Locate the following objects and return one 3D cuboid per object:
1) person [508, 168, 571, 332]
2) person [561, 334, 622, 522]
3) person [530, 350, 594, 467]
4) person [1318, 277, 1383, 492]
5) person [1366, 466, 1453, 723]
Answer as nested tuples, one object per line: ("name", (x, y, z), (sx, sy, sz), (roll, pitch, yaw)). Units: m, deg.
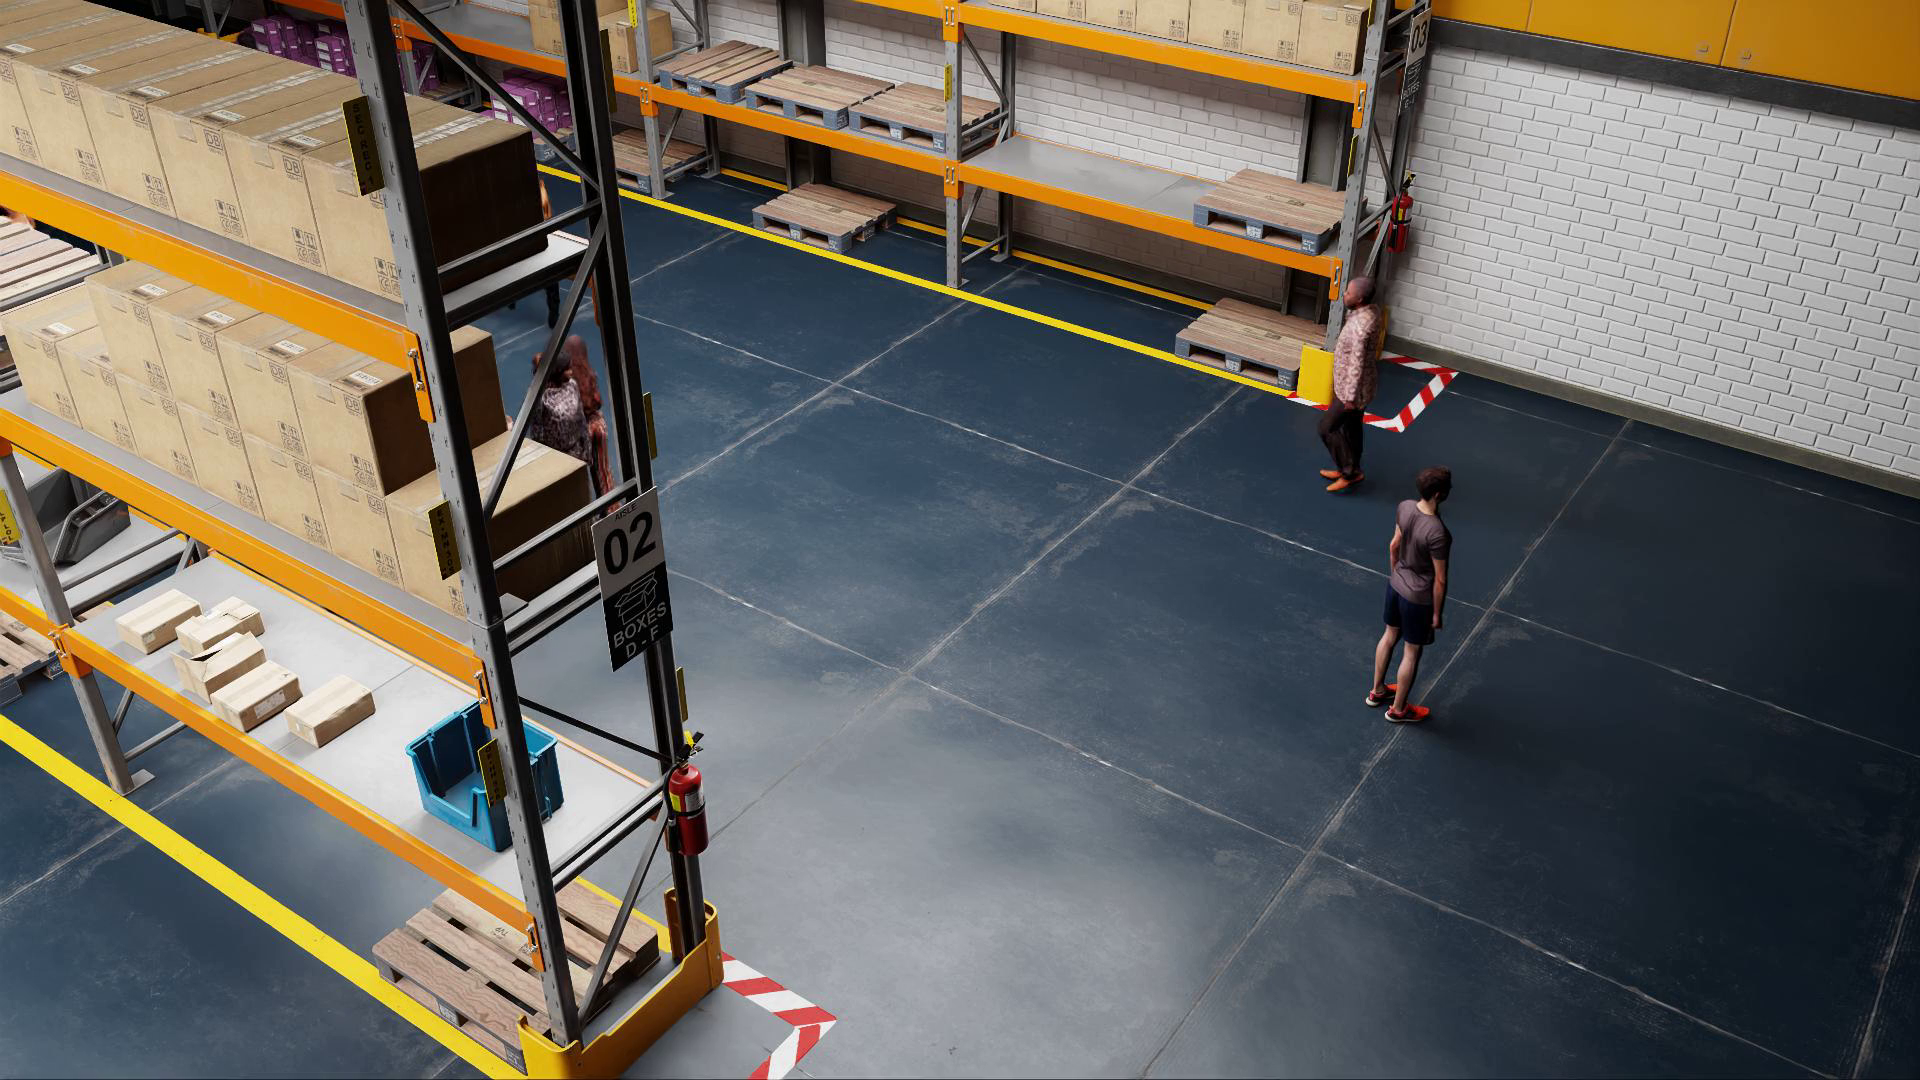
("person", (-3.963, -2.722, 15.278), (0.949, 1.705, 0.749), (17, 37, 23))
("person", (-2.767, -0.765, 12.505), (0.815, 1.517, 0.618), (21, 39, 29))
("person", (-2.961, -0.642, 12.162), (0.656, 1.692, 0.691), (-28, 43, -35))
("person", (3.140, -1.178, 12.880), (0.688, 1.790, 0.732), (15, 36, 21))
("person", (2.870, 0.339, 10.541), (0.791, 1.852, 0.662), (-14, 36, -20))
